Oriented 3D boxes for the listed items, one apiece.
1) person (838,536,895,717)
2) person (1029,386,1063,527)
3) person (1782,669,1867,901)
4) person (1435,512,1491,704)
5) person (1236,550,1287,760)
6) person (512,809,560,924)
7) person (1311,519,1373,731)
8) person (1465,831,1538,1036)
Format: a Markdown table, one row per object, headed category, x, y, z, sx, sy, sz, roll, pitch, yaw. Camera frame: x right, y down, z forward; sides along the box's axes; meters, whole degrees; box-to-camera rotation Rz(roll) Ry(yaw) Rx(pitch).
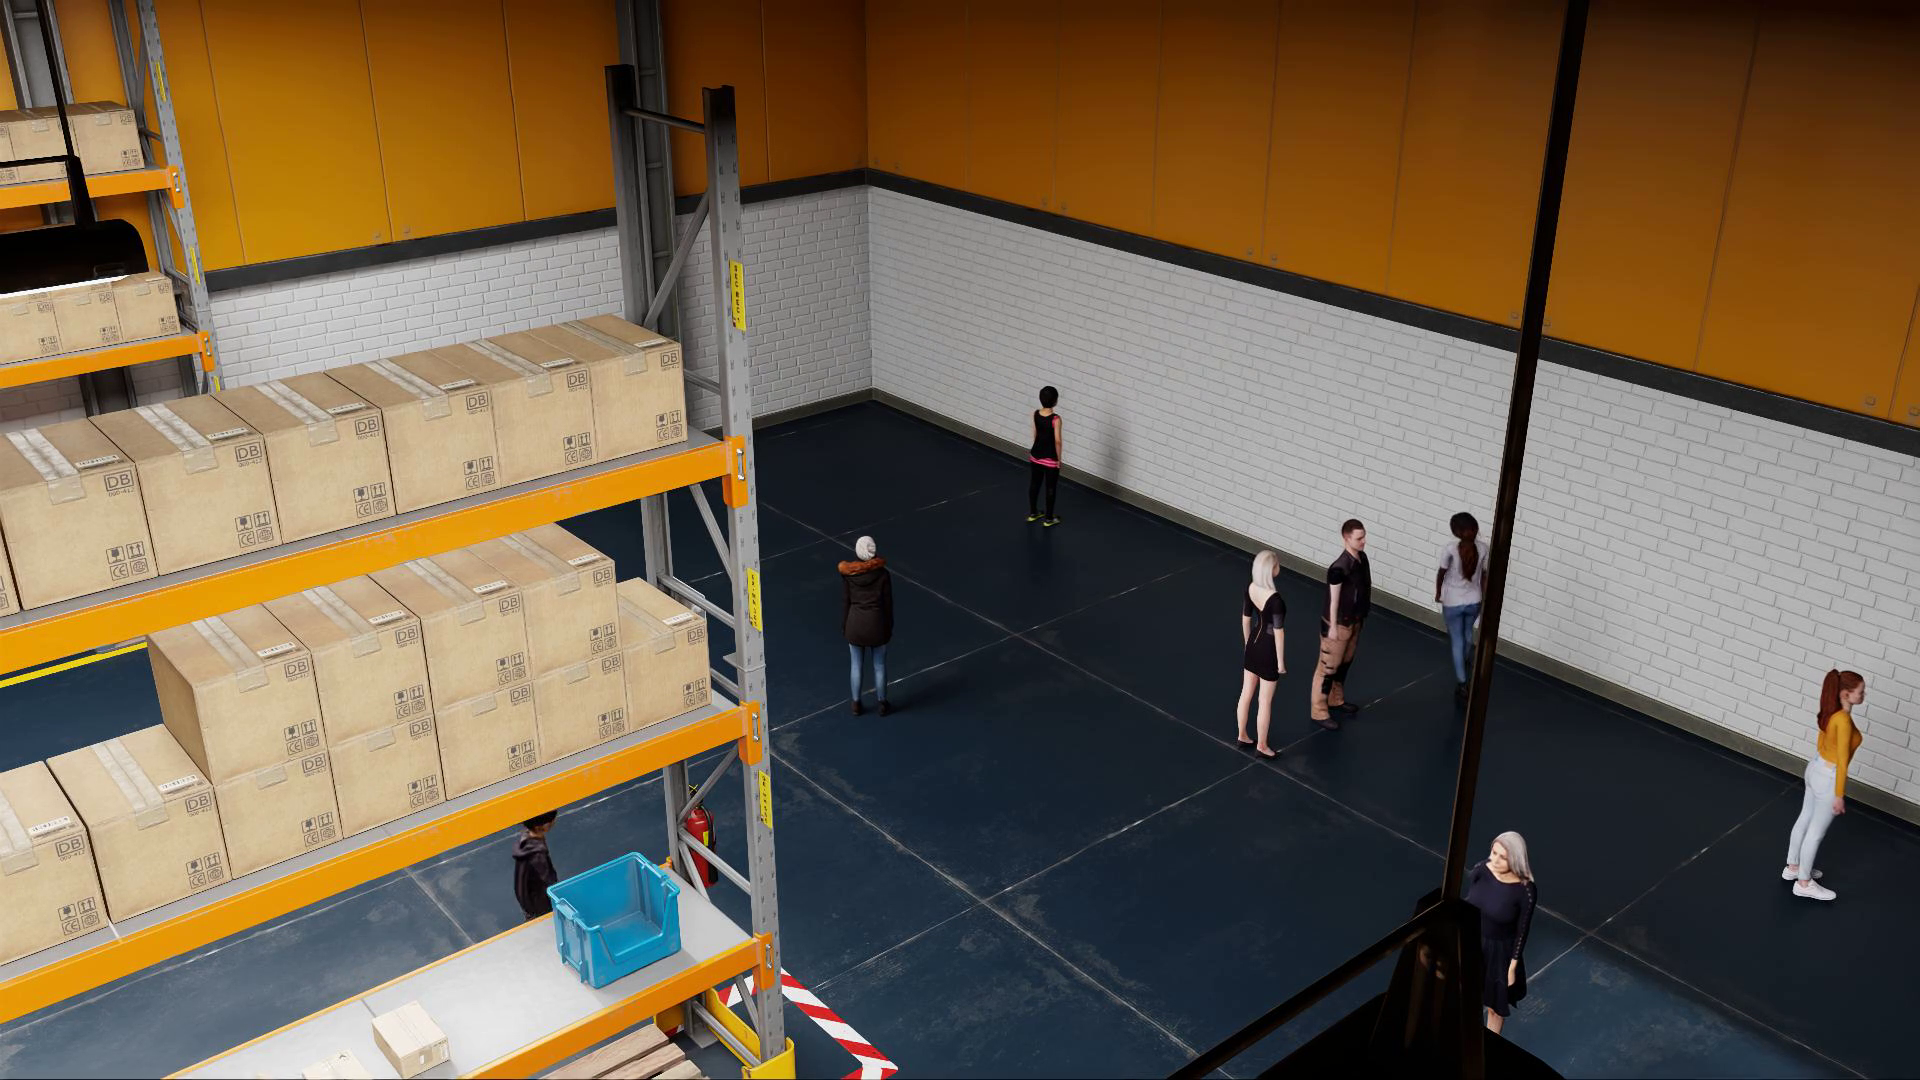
| category | x | y | z | sx | sy | sz | roll | pitch | yaw |
| --- | --- | --- | --- | --- | --- | --- | --- | --- | --- |
| person | -0.786 | 0.728 | 14.130 | 0.713 | 1.633 | 0.780 | 1 | 24 | 2 |
| person | 0.924 | -0.923 | 18.009 | 0.571 | 1.549 | 0.556 | 18 | 29 | 35 |
| person | 6.111 | 1.703 | 11.752 | 0.747 | 1.751 | 0.673 | 5 | 24 | 10 |
| person | 4.340 | 0.609 | 14.339 | 1.019 | 1.683 | 1.013 | -1 | 24 | -3 |
| person | 2.442 | 0.922 | 13.441 | 0.518 | 1.830 | 0.592 | -15 | 28 | -31 |
| person | -2.790 | 2.328 | 10.735 | 0.929 | 1.420 | 0.701 | -10 | 26 | -22 |
| person | 3.215 | 0.666 | 14.012 | 0.792 | 1.841 | 0.601 | 18 | 29 | 35 |
| person | 3.169 | 2.491 | 9.954 | 0.557 | 1.747 | 0.592 | -19 | 30 | -37 |
